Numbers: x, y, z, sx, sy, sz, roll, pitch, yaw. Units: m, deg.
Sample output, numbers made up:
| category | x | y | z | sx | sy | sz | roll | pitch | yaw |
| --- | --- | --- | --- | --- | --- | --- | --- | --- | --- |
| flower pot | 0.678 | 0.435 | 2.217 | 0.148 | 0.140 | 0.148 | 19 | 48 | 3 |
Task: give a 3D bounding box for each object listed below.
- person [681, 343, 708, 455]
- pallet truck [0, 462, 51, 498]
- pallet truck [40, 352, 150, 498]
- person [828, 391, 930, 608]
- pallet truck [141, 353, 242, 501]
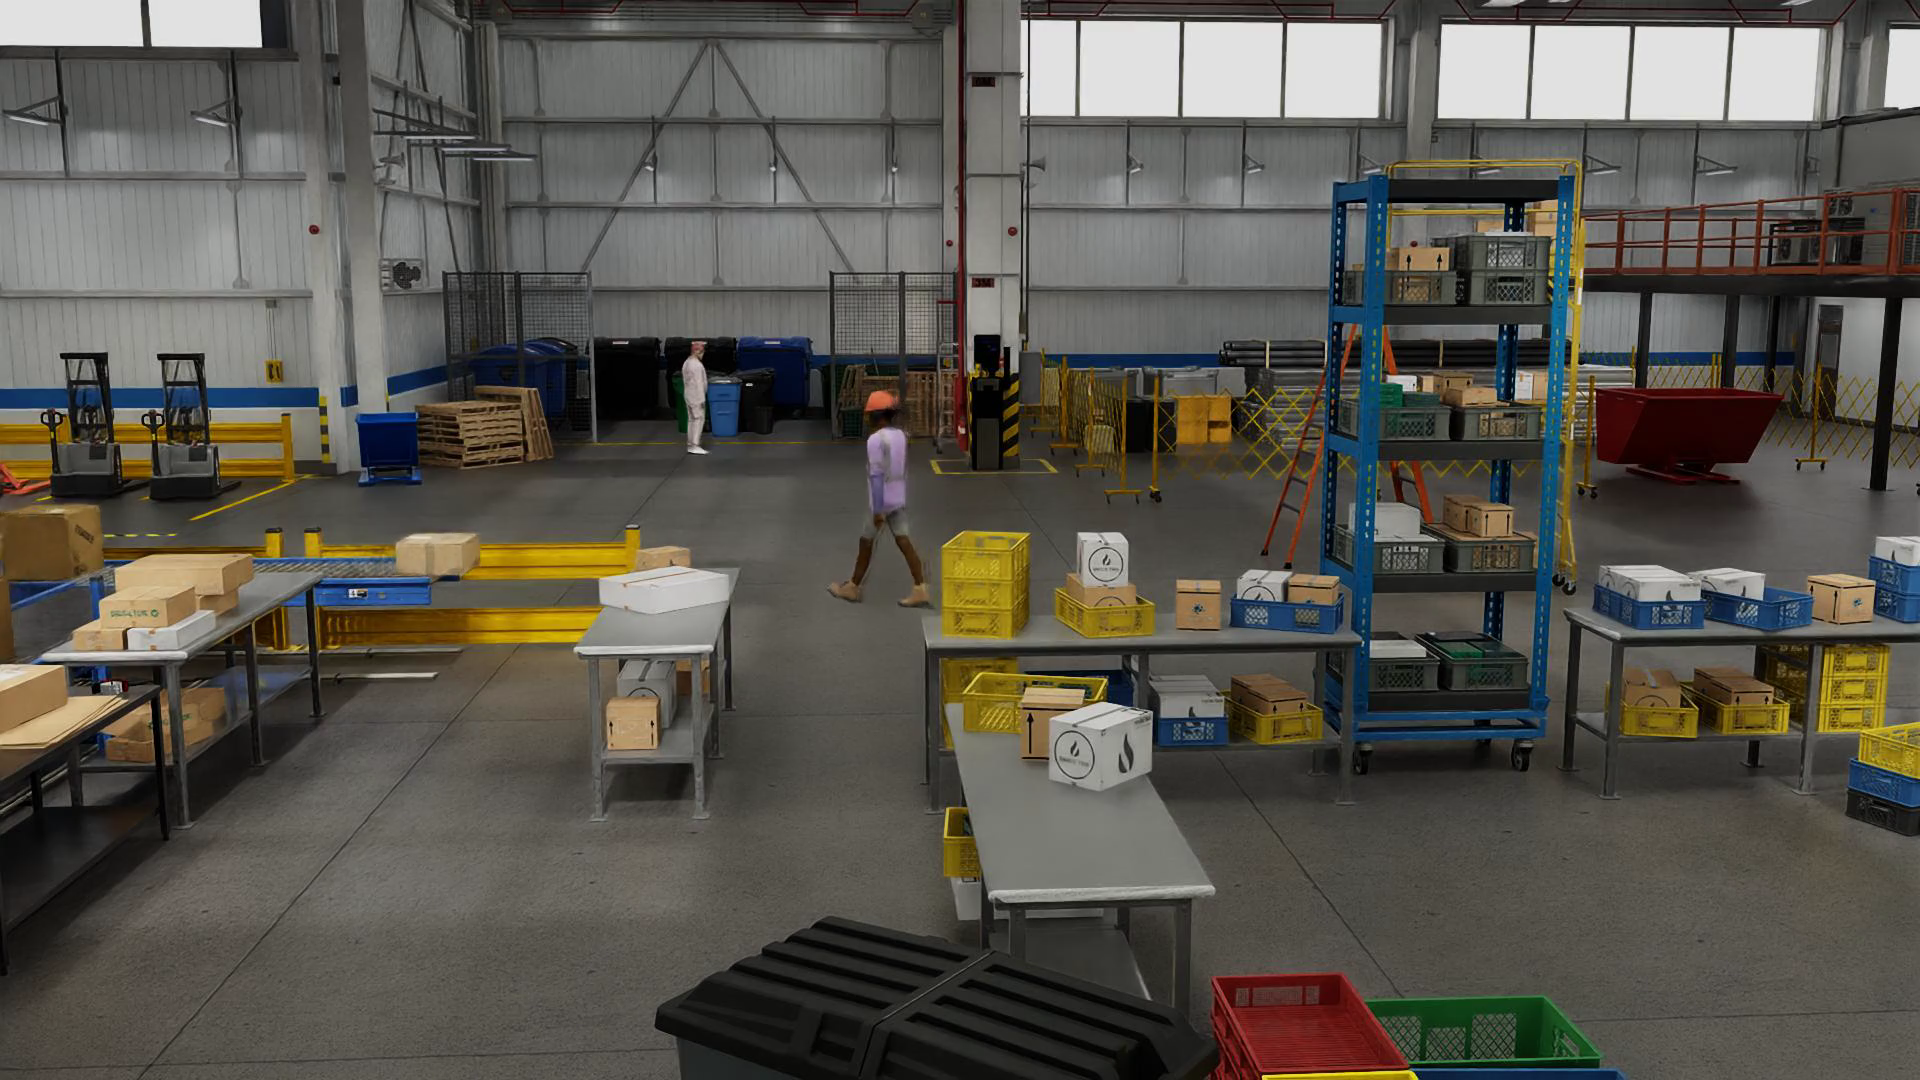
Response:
| category | x | y | z | sx | sy | sz | roll | pitch | yaw |
| --- | --- | --- | --- | --- | --- | --- | --- | --- | --- |
| person | -4.519 | -2.387 | 28.196 | 0.468 | 1.886 | 0.688 | -5 | 10 | -30 |
| pallet truck | -13.193 | -1.293 | 23.148 | 0.653 | 1.274 | 1.630 | -1 | 9 | -4 |
| pallet truck | -11.907 | -1.642 | 23.165 | 0.823 | 1.965 | 1.885 | 0 | 9 | 0 |
| person | -0.705 | -0.371 | 15.225 | 1.069 | 1.984 | 0.635 | 5 | 10 | 30 |
| pallet truck | -10.520 | -1.604 | 22.925 | 0.823 | 1.965 | 1.885 | -1 | 9 | -6 |
